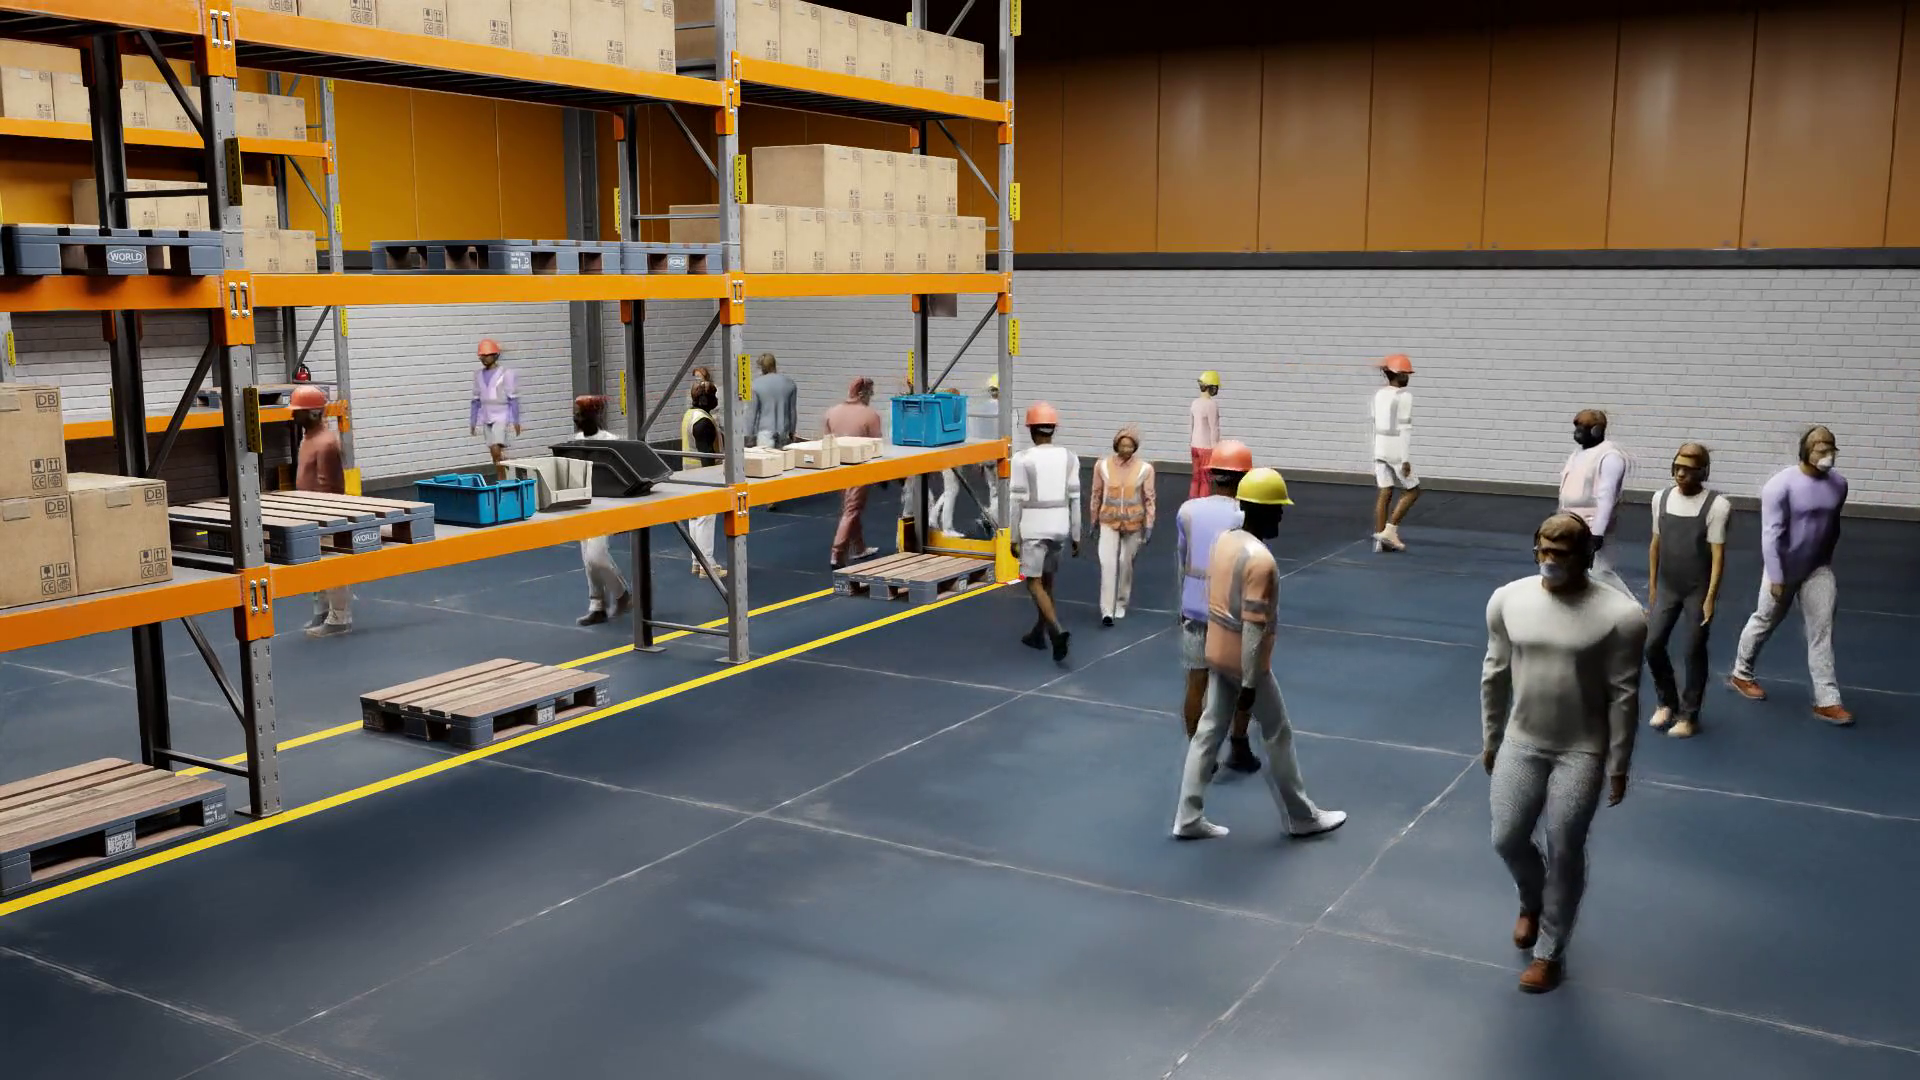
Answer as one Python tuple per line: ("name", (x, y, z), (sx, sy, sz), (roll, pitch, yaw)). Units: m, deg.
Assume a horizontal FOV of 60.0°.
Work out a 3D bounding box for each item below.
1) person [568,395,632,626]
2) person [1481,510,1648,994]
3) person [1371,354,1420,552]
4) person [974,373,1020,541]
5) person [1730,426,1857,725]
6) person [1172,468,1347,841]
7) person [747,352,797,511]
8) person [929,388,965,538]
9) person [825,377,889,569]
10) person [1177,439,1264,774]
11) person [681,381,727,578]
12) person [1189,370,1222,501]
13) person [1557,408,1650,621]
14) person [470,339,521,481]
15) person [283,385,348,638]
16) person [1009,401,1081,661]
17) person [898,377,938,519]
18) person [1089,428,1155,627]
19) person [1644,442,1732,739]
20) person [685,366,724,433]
("person", (-2.952, -0.232, 13.383), (0.605, 1.871, 0.419), (7, 12, 38))
("person", (2.383, 0.828, 6.637), (0.629, 1.925, 0.479), (7, 11, 36))
("person", (4.425, -0.872, 16.895), (0.430, 2.028, 0.652), (-4, 10, -22))
("person", (0.366, -0.843, 17.398), (0.587, 1.812, 0.589), (9, 13, 43))
("person", (5.399, 0.192, 10.723), (0.635, 1.885, 1.042), (-2, 9, -11))
("person", (1.502, 0.582, 8.278), (0.954, 1.886, 0.607), (-3, 9, -15))
("person", (-2.236, -1.318, 20.107), (0.667, 1.902, 0.842), (-5, 11, -30))
("person", (-0.114, -0.818, 17.836), (0.340, 1.619, 0.522), (-3, 10, -17))
("person", (-1.030, -0.654, 16.158), (0.656, 1.848, 0.938), (7, 12, 39))
("person", (1.476, 0.393, 9.378), (0.565, 1.915, 0.624), (6, 11, 33))
("person", (-2.376, -0.567, 15.580), (0.429, 1.844, 0.627), (-3, 10, -21))
("person", (2.767, -1.019, 18.646), (0.328, 1.765, 0.533), (-3, 10, -20))
("person", (4.887, -0.106, 12.775), (0.832, 1.821, 0.613), (-2, 9, -13))
("person", (-5.861, -1.487, 20.746), (0.654, 2.023, 0.658), (4, 10, 24))
("person", (-5.009, -0.208, 12.903), (0.476, 1.977, 0.650), (-7, 11, -35))
("person", (0.652, -0.067, 12.283), (0.551, 1.908, 0.867), (-4, 10, -23))
("person", (-0.385, -0.726, 16.514), (0.570, 1.868, 0.579), (2, 9, 13))
("person", (1.304, -0.098, 13.398), (0.528, 1.586, 0.877), (1, 9, 5))
("person", (4.416, 0.313, 10.141), (0.432, 1.832, 0.511), (-8, 12, -41))
("person", (-3.348, -1.459, 21.786), (0.560, 1.622, 0.549), (3, 10, 21))
